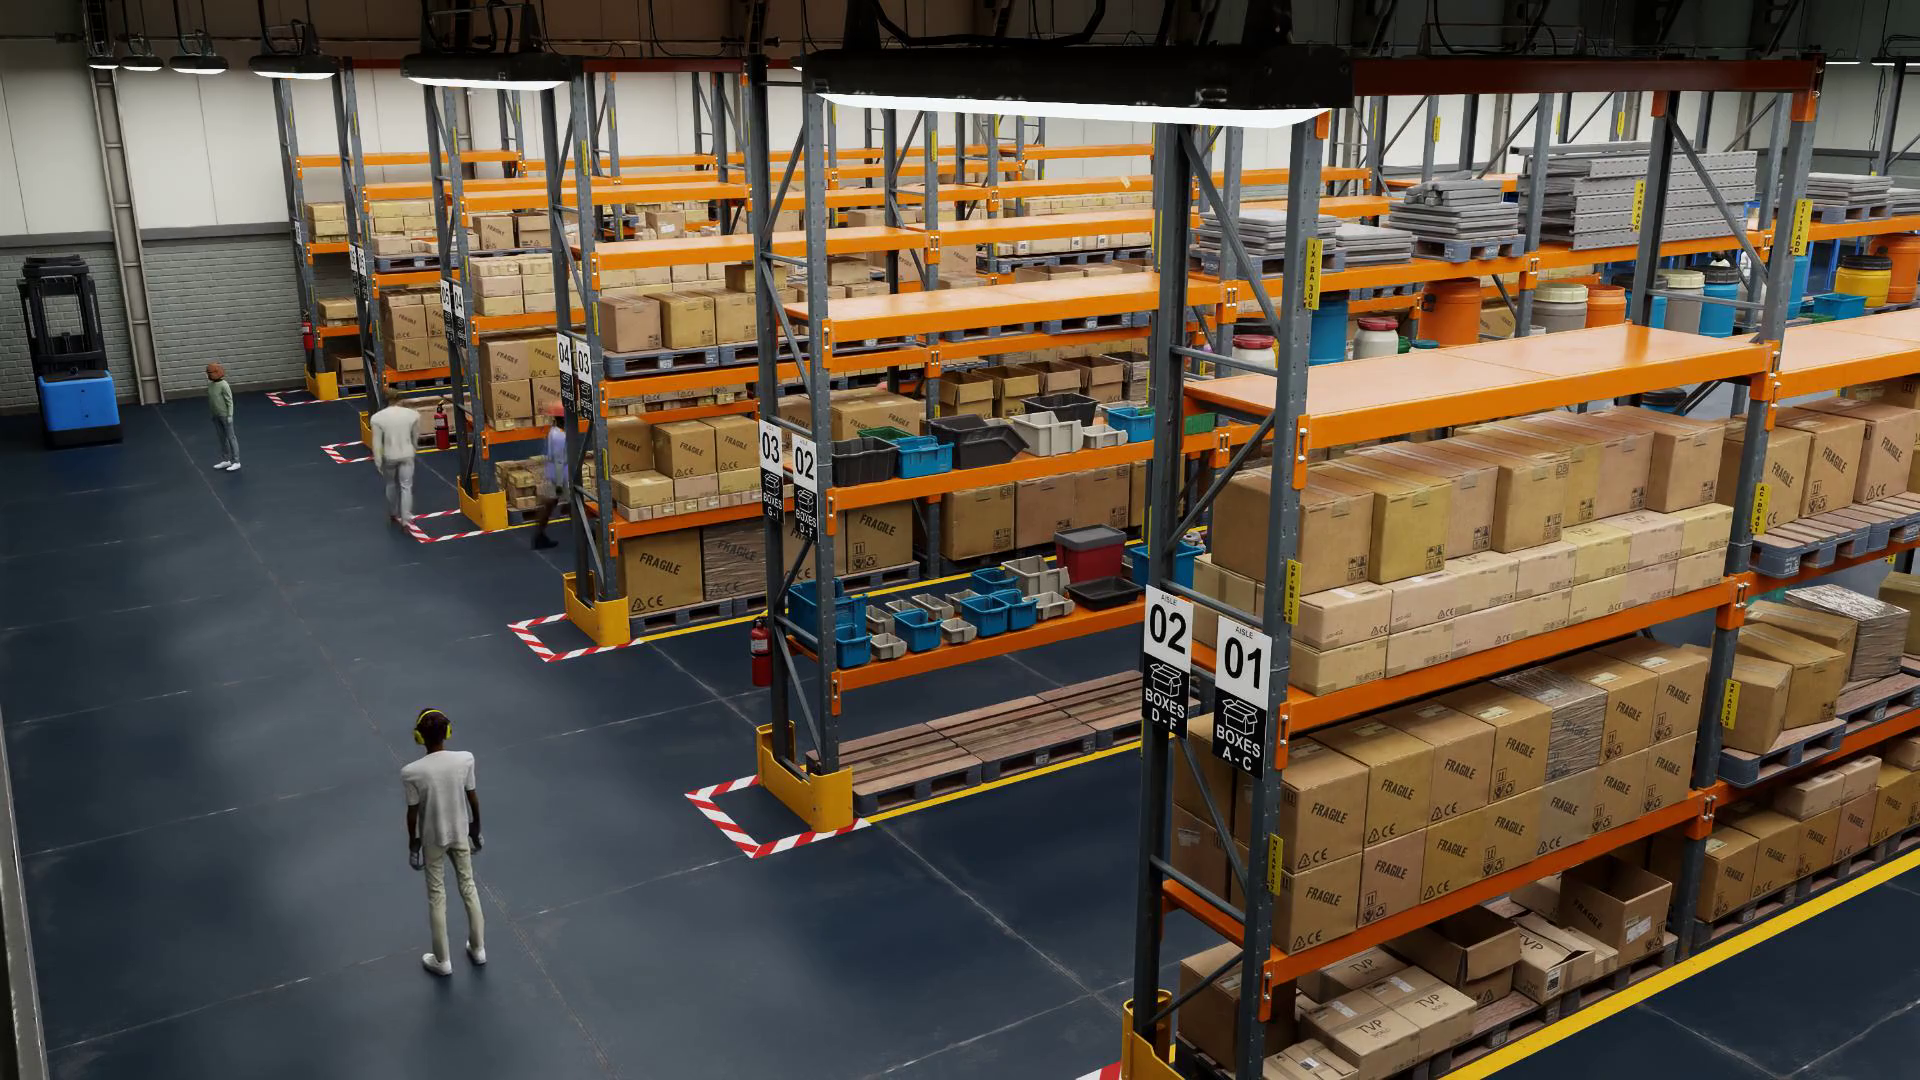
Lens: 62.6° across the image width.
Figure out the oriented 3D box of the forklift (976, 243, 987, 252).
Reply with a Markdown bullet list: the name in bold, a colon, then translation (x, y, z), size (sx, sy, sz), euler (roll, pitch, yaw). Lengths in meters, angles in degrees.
- **forklift**: translation (0.988, -5.474, 34.718), size (1.214, 2.155, 2.313), euler (-10, 20, -31)

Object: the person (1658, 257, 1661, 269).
- **person**: translation (19.676, -8.349, 44.663), size (0.517, 1.843, 0.326), euler (0, 17, 1)

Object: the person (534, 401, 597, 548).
- **person**: translation (-4.987, -0.826, 19.934), size (0.988, 1.887, 0.555), euler (-6, 18, -20)

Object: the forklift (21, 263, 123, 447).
- **forklift**: translation (-14.518, -3.079, 25.708), size (1.129, 2.768, 1.873), euler (-10, 20, -31)

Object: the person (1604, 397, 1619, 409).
- **person**: translation (8.851, -1.247, 21.335), size (1.006, 1.873, 0.593), euler (-5, 18, -17)

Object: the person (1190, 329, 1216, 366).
- **person**: translation (3.990, -2.659, 25.935), size (0.980, 1.898, 0.546), euler (-12, 21, -35)

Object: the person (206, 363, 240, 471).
- **person**: translation (-11.110, -1.862, 23.751), size (0.501, 1.631, 0.285), euler (11, 20, 32)

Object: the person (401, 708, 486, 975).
- **person**: translation (-3.469, 2.017, 10.652), size (0.511, 1.861, 0.314), euler (-12, 21, -34)

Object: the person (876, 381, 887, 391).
- **person**: translation (-0.952, -1.030, 20.322), size (0.359, 2.047, 0.614), euler (0, 17, 0)

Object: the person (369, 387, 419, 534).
- **person**: translation (-7.416, -1.087, 20.792), size (0.625, 1.872, 1.042), euler (-8, 19, -24)

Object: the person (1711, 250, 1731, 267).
- **person**: translation (17.315, -5.752, 36.160), size (0.430, 1.841, 0.624), euler (-2, 17, -6)

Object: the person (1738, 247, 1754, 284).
- **person**: translation (18.905, -6.294, 37.762), size (0.544, 1.943, 0.347), euler (3, 17, 8)
